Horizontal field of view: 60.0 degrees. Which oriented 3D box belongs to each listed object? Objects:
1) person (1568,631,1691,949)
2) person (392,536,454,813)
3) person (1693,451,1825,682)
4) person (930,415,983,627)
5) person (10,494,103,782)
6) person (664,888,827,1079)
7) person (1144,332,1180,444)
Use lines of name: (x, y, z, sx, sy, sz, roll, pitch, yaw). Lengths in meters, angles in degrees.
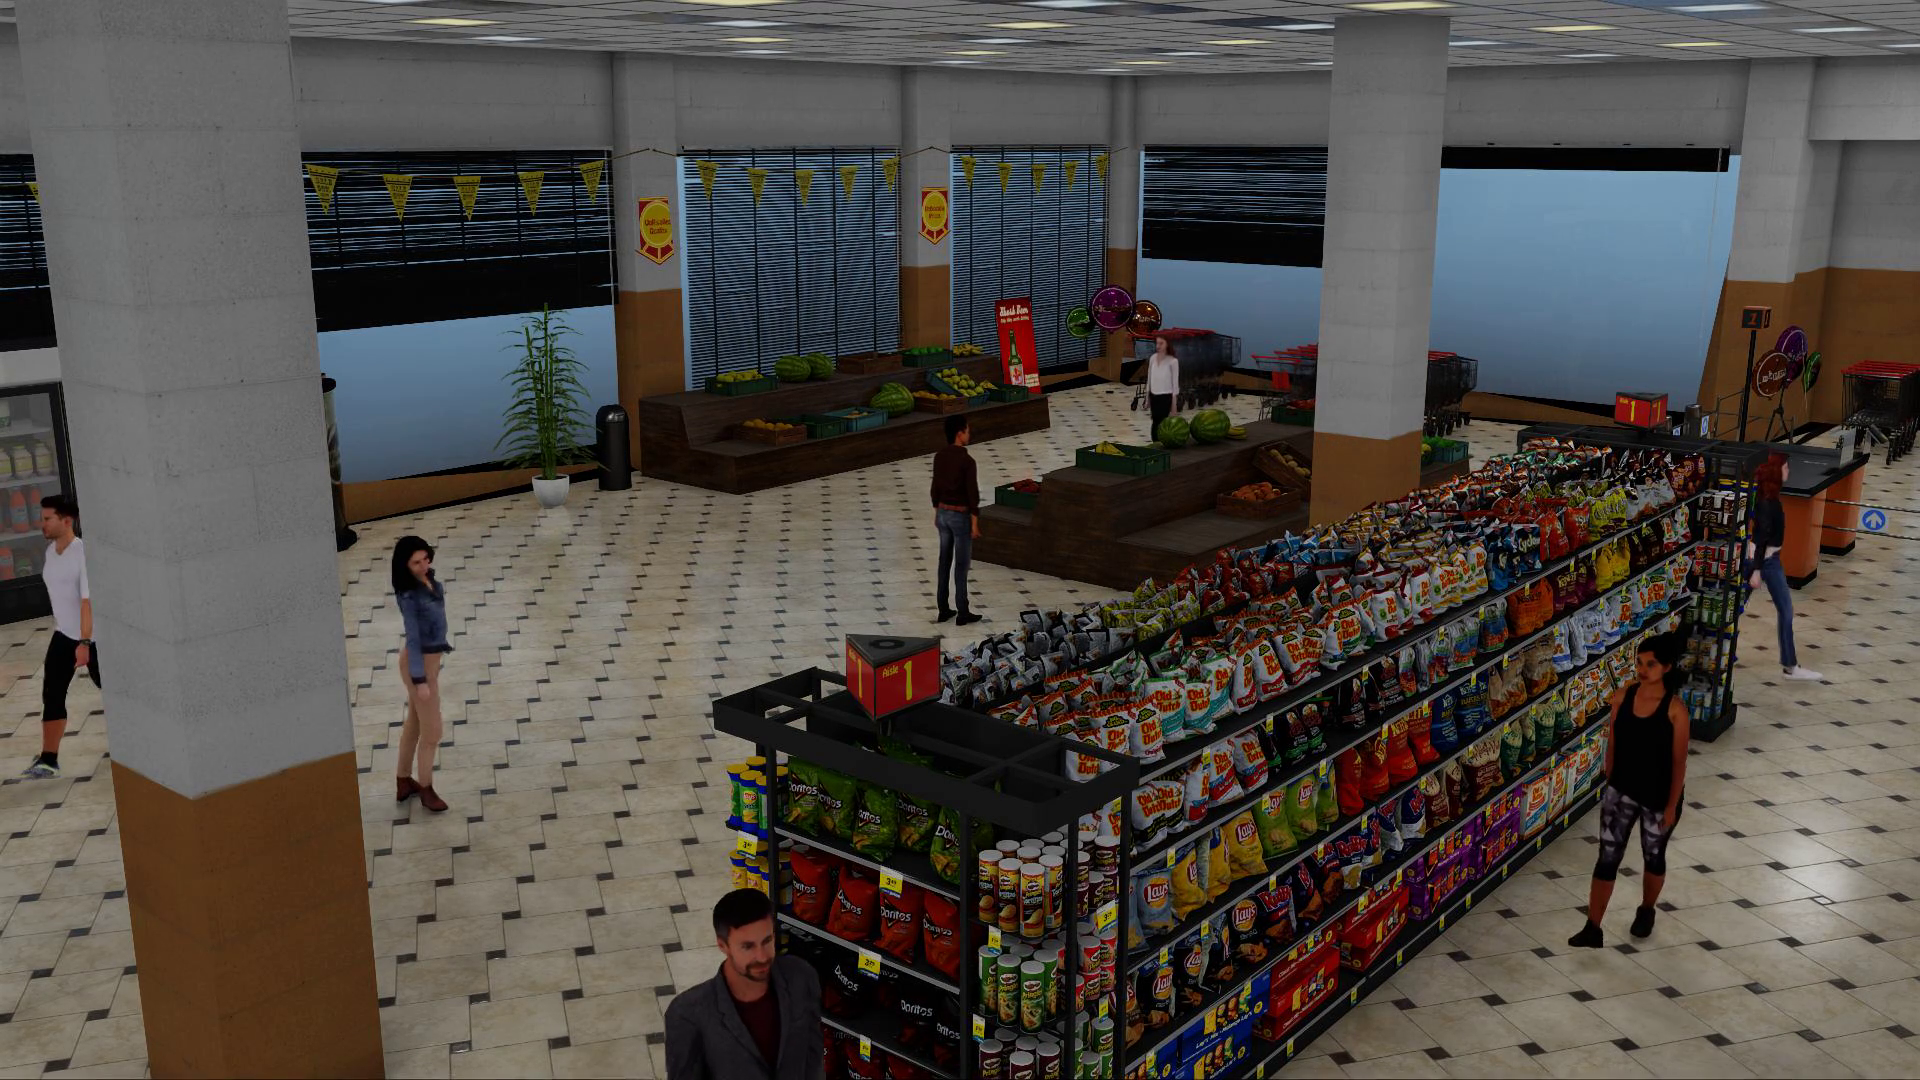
person: (3.513, 1.264, 8.435, 0.648, 1.638, 0.974, 13, 19, 42)
person: (-3.290, 0.804, 10.117, 0.889, 1.740, 0.824, -4, 14, -16)
person: (5.933, 0.221, 12.527, 0.932, 1.737, 1.249, 5, 15, 21)
person: (-0.045, -0.172, 14.061, 0.640, 1.777, 0.505, 12, 18, 40)
person: (-5.593, 0.615, 10.750, 0.899, 1.810, 1.258, 6, 15, 25)
person: (-0.677, 1.924, 5.245, 0.928, 1.859, 0.887, -9, 17, -34)
person: (2.511, -1.648, 20.249, 1.138, 1.730, 0.732, -11, 17, -38)
